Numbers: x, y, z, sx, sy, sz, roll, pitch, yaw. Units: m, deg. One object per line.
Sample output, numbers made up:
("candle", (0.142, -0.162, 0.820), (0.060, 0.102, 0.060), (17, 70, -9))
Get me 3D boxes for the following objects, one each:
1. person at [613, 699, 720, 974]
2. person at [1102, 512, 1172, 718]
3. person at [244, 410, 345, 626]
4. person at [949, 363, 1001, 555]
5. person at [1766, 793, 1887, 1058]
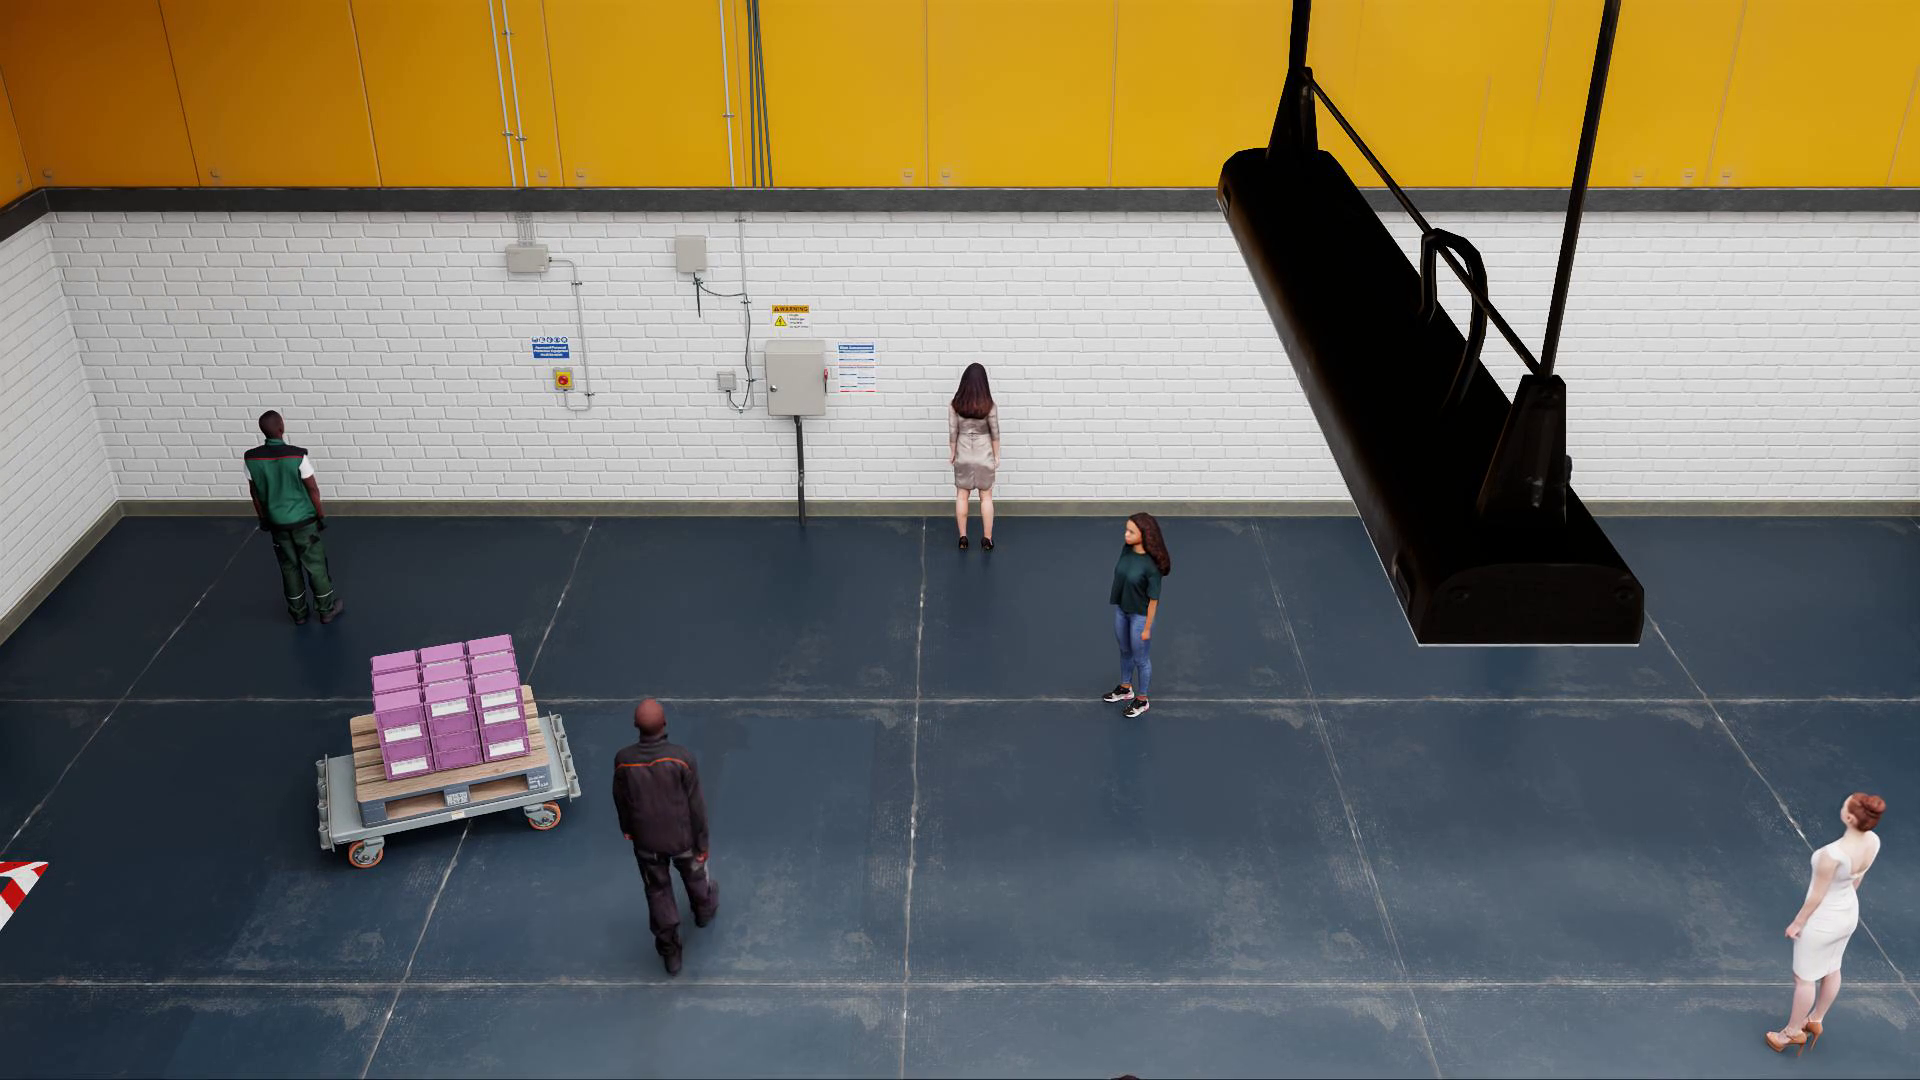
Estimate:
("person", (-1.721, 1.753, 9.634), (0.711, 1.811, 0.925), (1, 29, 2))
("person", (1.282, 0.525, 12.087), (0.770, 1.617, 0.688), (-16, 33, -27))
("person", (-5.274, -0.171, 13.131), (0.684, 1.839, 0.604), (-1, 29, -3))
("person", (0.124, -0.689, 14.178), (0.620, 1.747, 0.560), (5, 29, 9))
("person", (4.723, 2.086, 9.044), (0.639, 1.791, 0.619), (-12, 31, -21))
